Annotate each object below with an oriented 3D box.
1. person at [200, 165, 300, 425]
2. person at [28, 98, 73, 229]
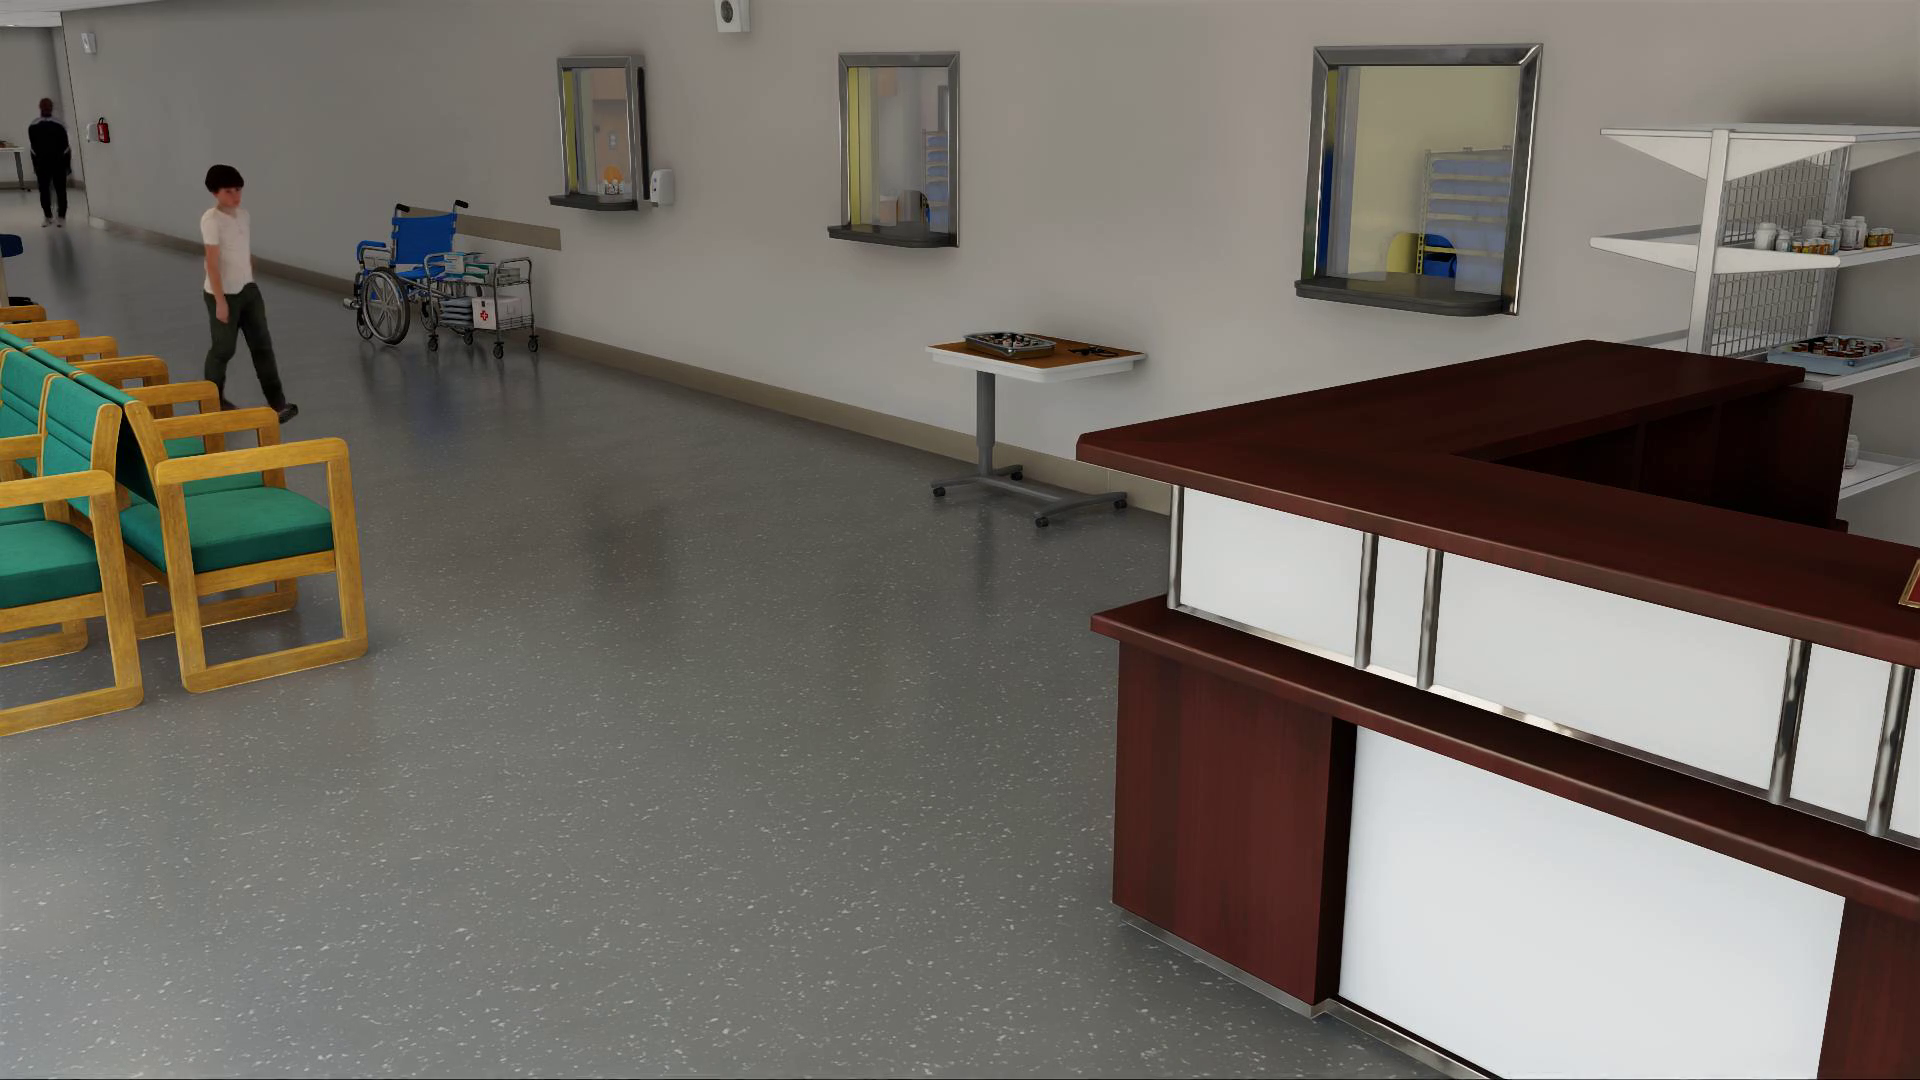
[{"bbox_3d":[-4.592,-1.504,10.398,0.991,1.607,1.088,4,16,14],"label":"person"},{"bbox_3d":[-13.040,-5.419,23.907,0.835,1.812,0.890,-5,17,-18],"label":"person"}]
